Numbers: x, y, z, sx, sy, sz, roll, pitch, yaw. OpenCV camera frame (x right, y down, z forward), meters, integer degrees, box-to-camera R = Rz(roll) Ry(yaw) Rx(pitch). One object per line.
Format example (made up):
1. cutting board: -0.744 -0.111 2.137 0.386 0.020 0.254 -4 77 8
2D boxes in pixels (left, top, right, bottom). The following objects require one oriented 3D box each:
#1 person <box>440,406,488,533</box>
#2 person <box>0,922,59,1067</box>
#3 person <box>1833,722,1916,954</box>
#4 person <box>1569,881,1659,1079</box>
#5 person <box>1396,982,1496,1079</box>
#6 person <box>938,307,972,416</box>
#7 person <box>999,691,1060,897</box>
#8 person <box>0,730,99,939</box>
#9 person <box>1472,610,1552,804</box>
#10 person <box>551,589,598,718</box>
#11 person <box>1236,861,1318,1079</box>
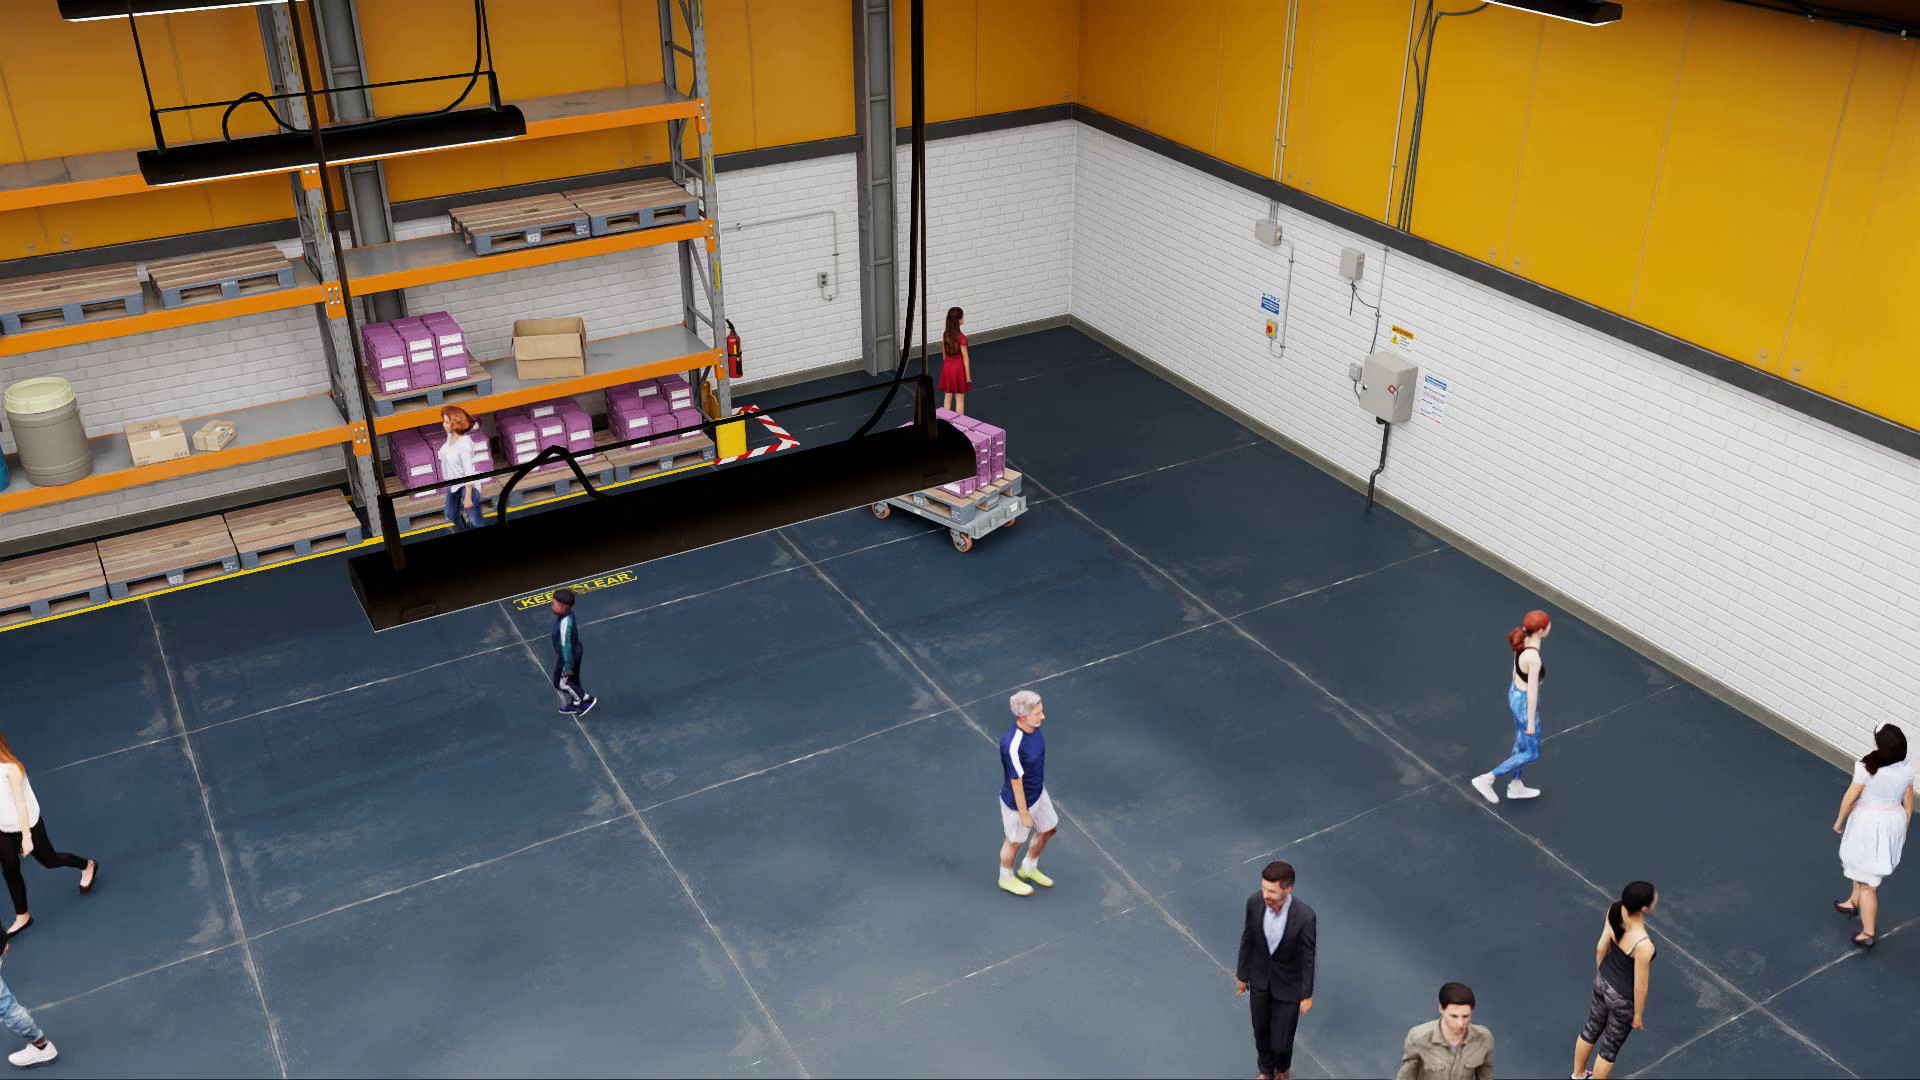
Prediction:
1. person: -4.918 -0.590 16.790 0.650 1.707 0.695 -21 35 -34
2. person: -6.255 2.687 10.711 1.194 1.775 0.972 -4 29 -7
3. person: 6.486 2.130 11.732 0.894 1.776 0.912 4 29 7
4. person: 4.124 2.847 10.468 0.612 1.727 0.628 -7 29 -13
5. person: 2.736 3.248 9.608 1.078 1.847 1.059 0 29 1
6. person: -0.055 -2.000 19.536 0.628 1.553 0.687 23 36 35
7. person: 0.386 1.849 12.199 0.826 1.822 0.747 13 31 22
8. person: -6.718 2.019 12.019 0.983 1.696 1.120 11 31 20
9. person: 4.402 1.358 13.148 0.957 1.776 0.837 0 29 0
10. person: -3.324 0.982 14.387 0.647 1.249 0.601 -5 29 -9
11. person: 2.037 2.742 10.534 0.776 1.850 0.797 18 33 29
